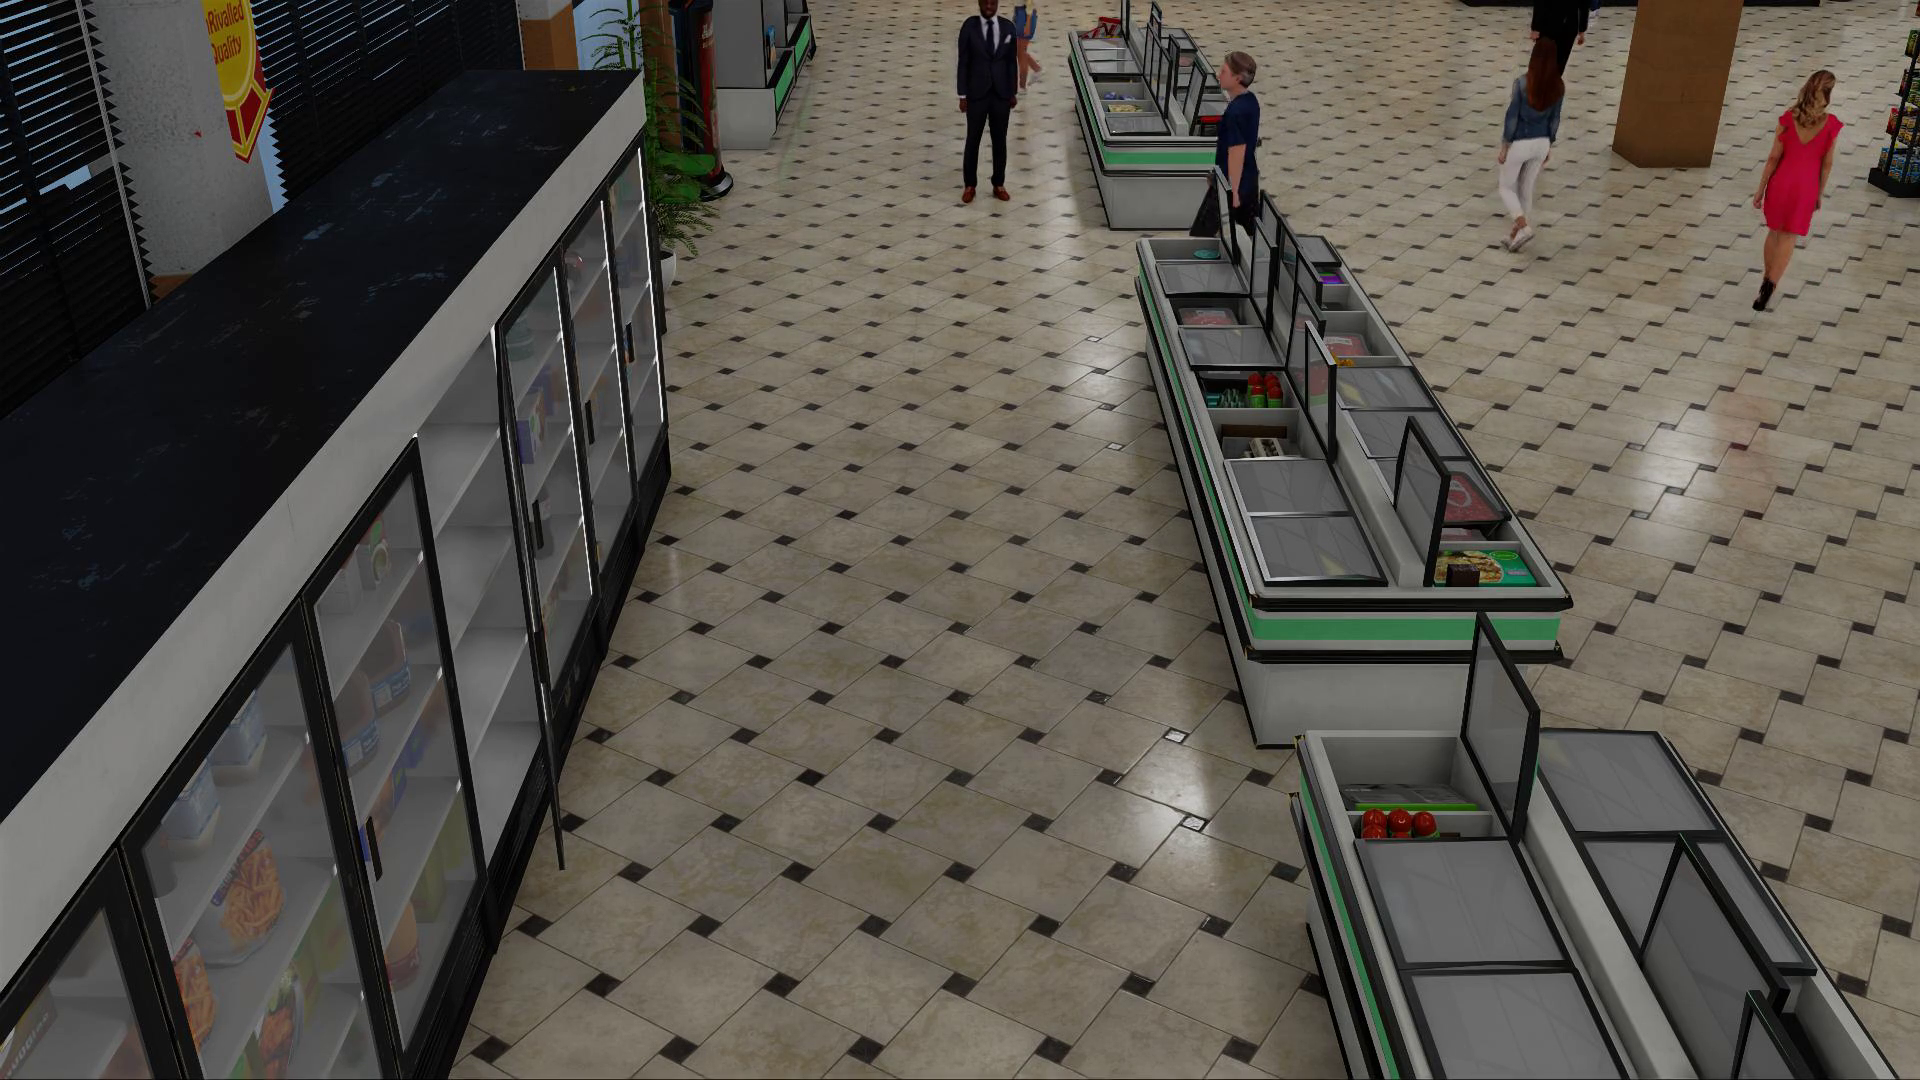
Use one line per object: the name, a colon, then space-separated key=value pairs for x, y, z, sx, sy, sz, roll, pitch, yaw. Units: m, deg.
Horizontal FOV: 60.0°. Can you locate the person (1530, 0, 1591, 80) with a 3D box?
person: x=6.260 y=-5.393 z=17.457 sx=0.688 sy=1.877 sz=0.810 roll=0 pitch=27 yaw=0

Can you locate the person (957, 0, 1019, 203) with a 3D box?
person: x=0.243 y=-3.907 z=14.583 sx=0.733 sy=1.824 sz=0.637 roll=-4 pitch=27 yaw=-8

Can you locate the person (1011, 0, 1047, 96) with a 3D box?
person: x=0.786 y=-5.757 z=18.459 sx=0.853 sy=1.617 sz=0.812 roll=-11 pitch=29 yaw=-21

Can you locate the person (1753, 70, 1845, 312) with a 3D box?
person: x=5.913 y=-2.433 z=11.833 sx=0.964 sy=1.682 sz=1.117 roll=16 pitch=31 yaw=28

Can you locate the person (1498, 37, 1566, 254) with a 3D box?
person: x=4.480 y=-3.043 z=13.031 sx=0.711 sy=1.688 sz=0.865 roll=-5 pitch=27 yaw=-10
